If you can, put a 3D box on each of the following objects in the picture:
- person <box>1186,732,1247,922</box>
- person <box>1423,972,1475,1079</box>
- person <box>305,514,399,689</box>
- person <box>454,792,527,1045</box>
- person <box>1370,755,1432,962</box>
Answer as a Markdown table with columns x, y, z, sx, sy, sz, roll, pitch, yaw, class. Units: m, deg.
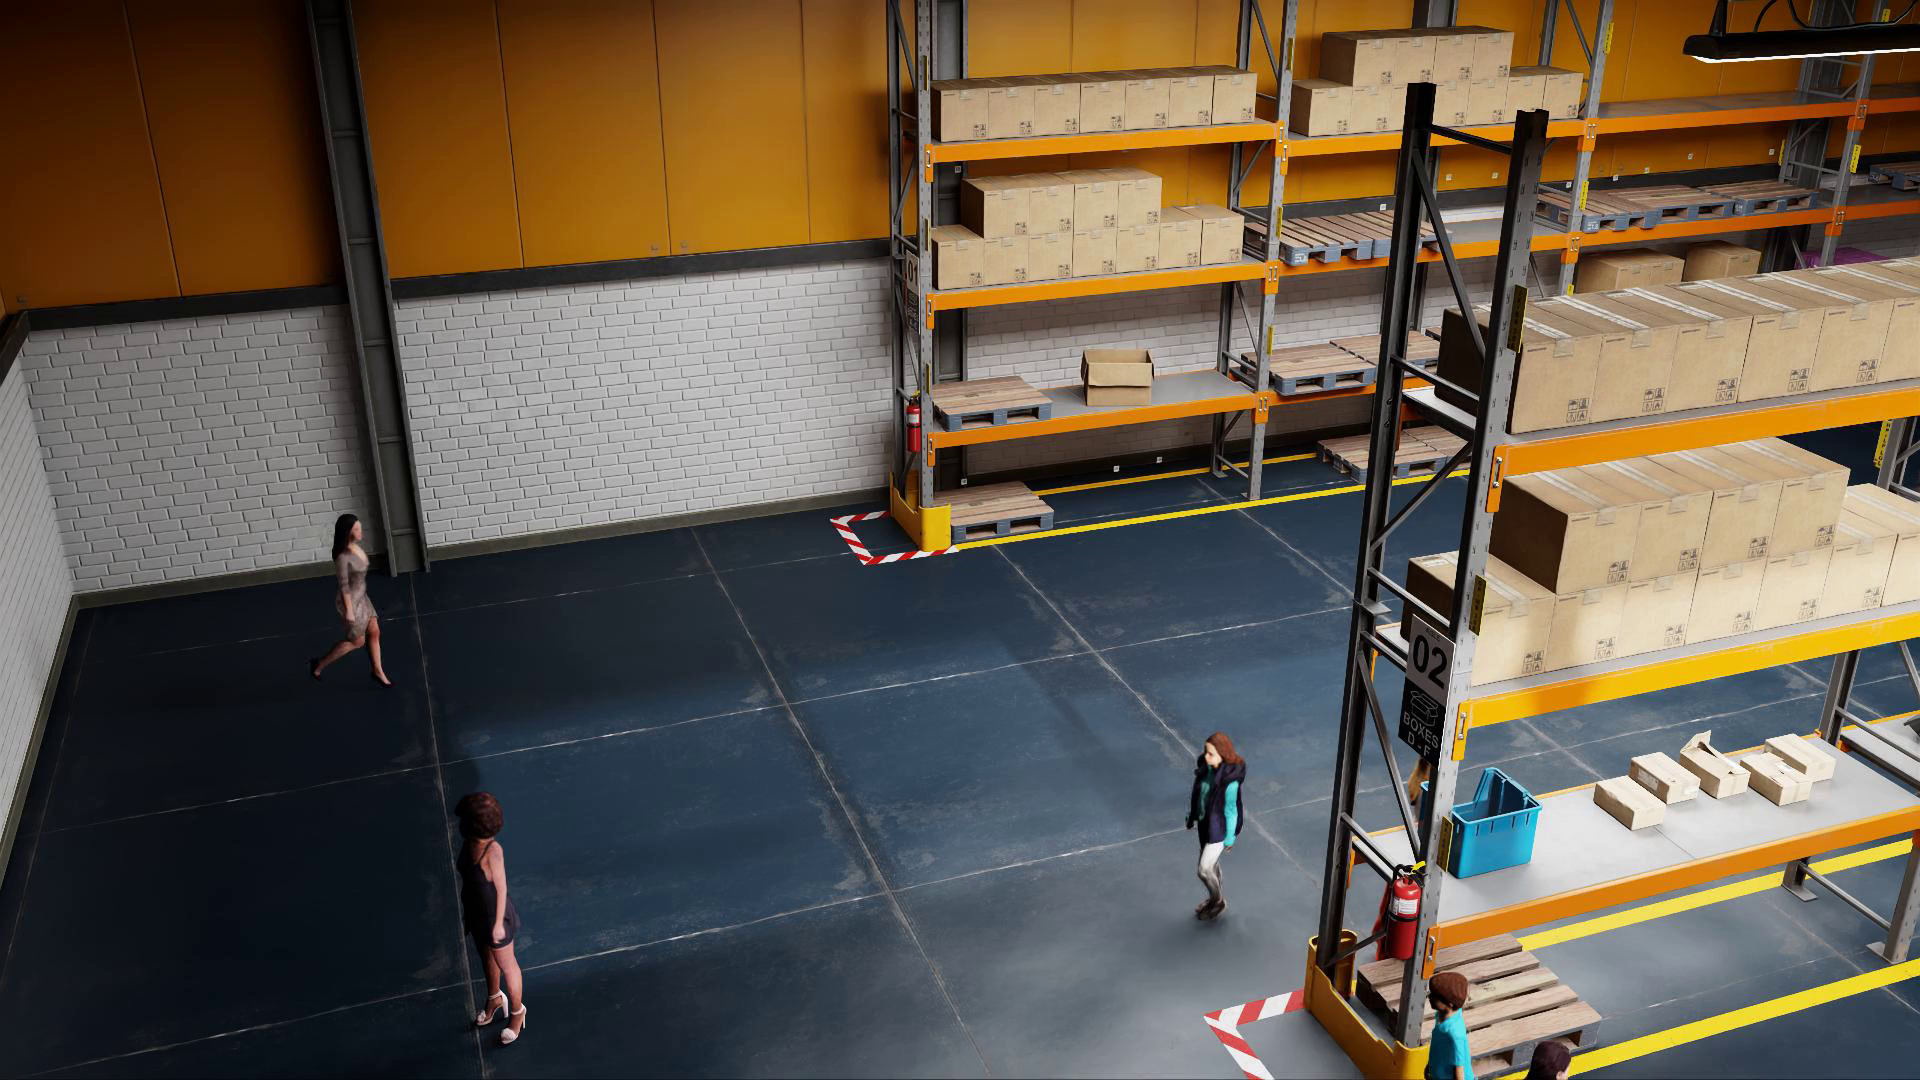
| x | y | z | sx | sy | sz | roll | pitch | yaw | class |
| --- | --- | --- | --- | --- | --- | --- | --- | --- | --- |
| 1.859 | 1.997 | 11.761 | 0.585 | 1.489 | 0.558 | -9 | 25 | -20 | person |
| 2.839 | 3.078 | 9.373 | 0.848 | 1.422 | 0.740 | 4 | 24 | 9 | person |
| -5.441 | 0.582 | 14.707 | 1.051 | 1.723 | 0.781 | -3 | 24 | -6 | person |
| -2.978 | 2.371 | 10.531 | 0.639 | 1.789 | 0.669 | 19 | 30 | 37 | person |
| 3.065 | 2.097 | 11.145 | 0.756 | 1.799 | 0.731 | 3 | 24 | 8 | person |
